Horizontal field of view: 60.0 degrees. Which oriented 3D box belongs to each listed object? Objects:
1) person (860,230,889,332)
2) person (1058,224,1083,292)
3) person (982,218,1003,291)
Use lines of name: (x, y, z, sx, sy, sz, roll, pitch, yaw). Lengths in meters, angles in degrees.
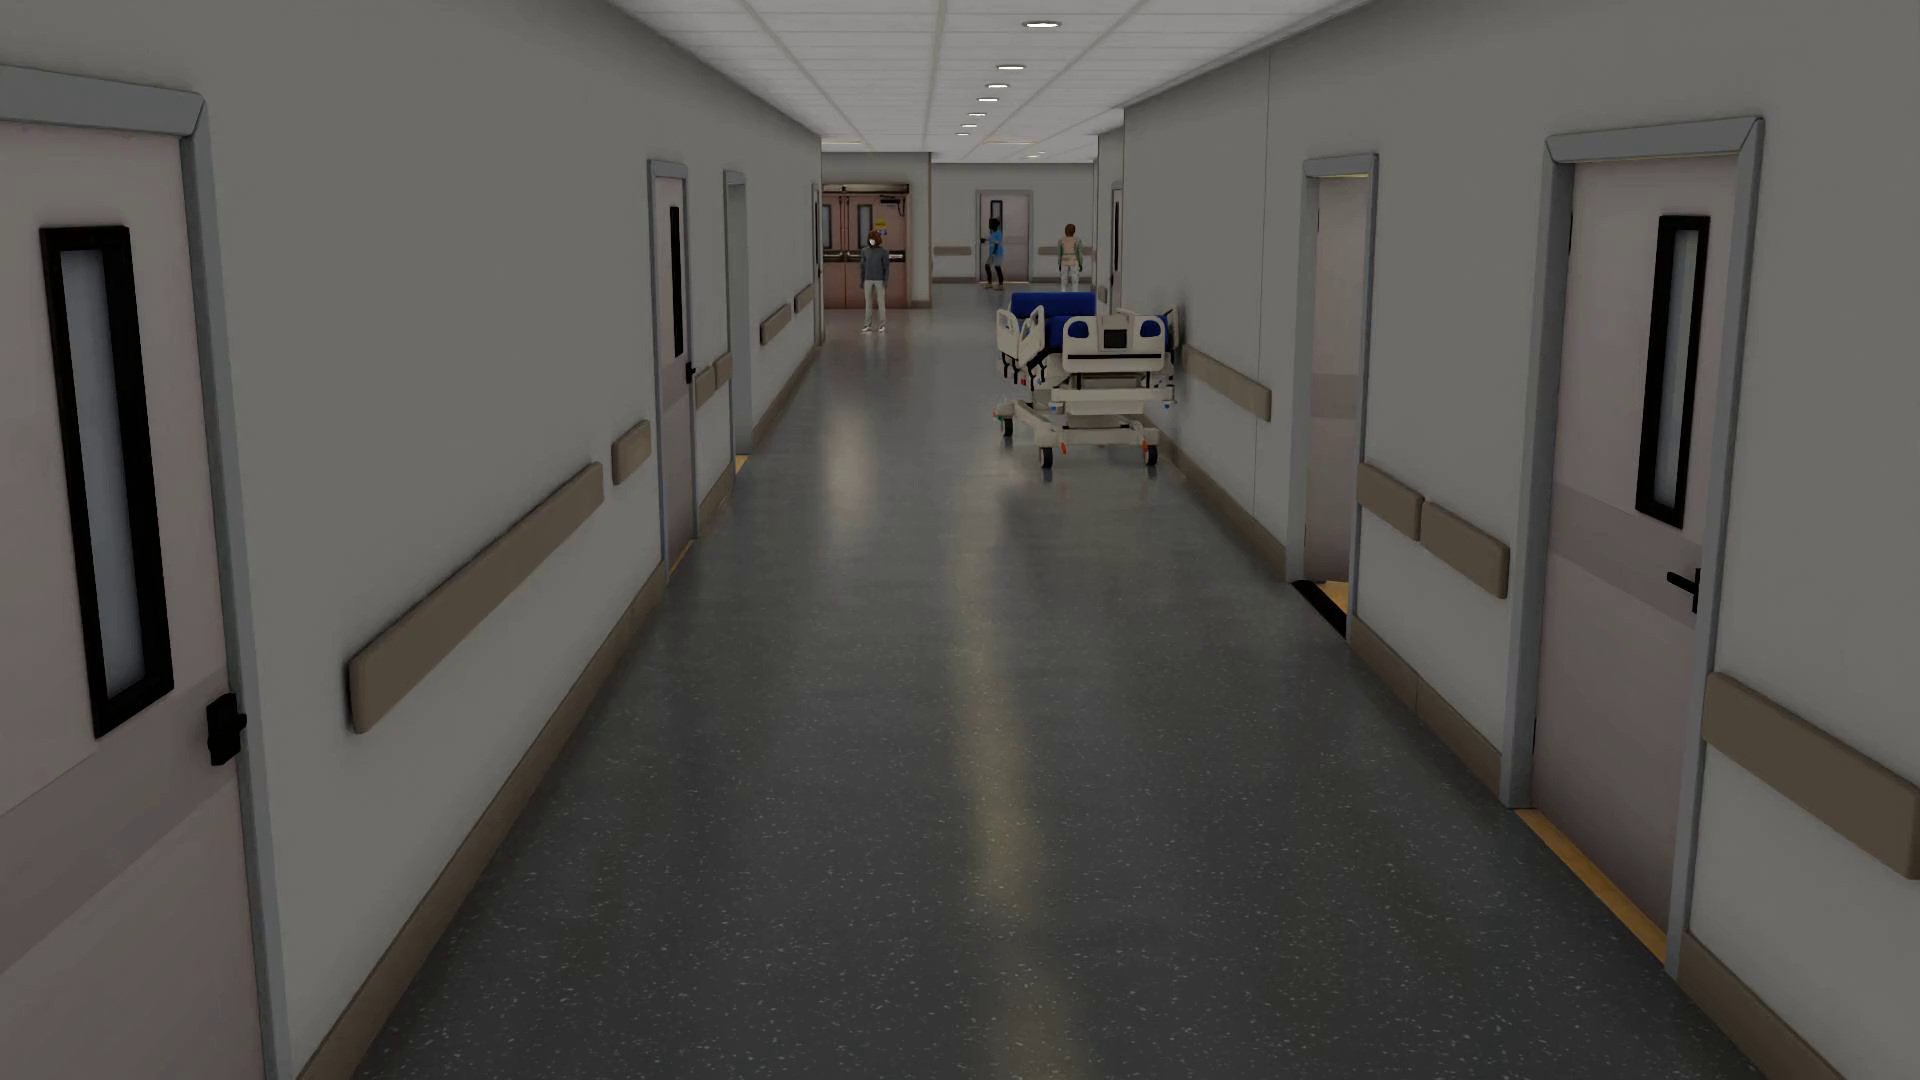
person: (-1.379, -4.166, 26.792, 0.499, 1.633, 0.286, 3, 12, 16)
person: (2.180, -5.420, 32.876, 0.511, 1.645, 0.307, 4, 12, 18)
person: (0.755, -6.659, 38.838, 0.587, 1.679, 0.540, -4, 12, -17)
